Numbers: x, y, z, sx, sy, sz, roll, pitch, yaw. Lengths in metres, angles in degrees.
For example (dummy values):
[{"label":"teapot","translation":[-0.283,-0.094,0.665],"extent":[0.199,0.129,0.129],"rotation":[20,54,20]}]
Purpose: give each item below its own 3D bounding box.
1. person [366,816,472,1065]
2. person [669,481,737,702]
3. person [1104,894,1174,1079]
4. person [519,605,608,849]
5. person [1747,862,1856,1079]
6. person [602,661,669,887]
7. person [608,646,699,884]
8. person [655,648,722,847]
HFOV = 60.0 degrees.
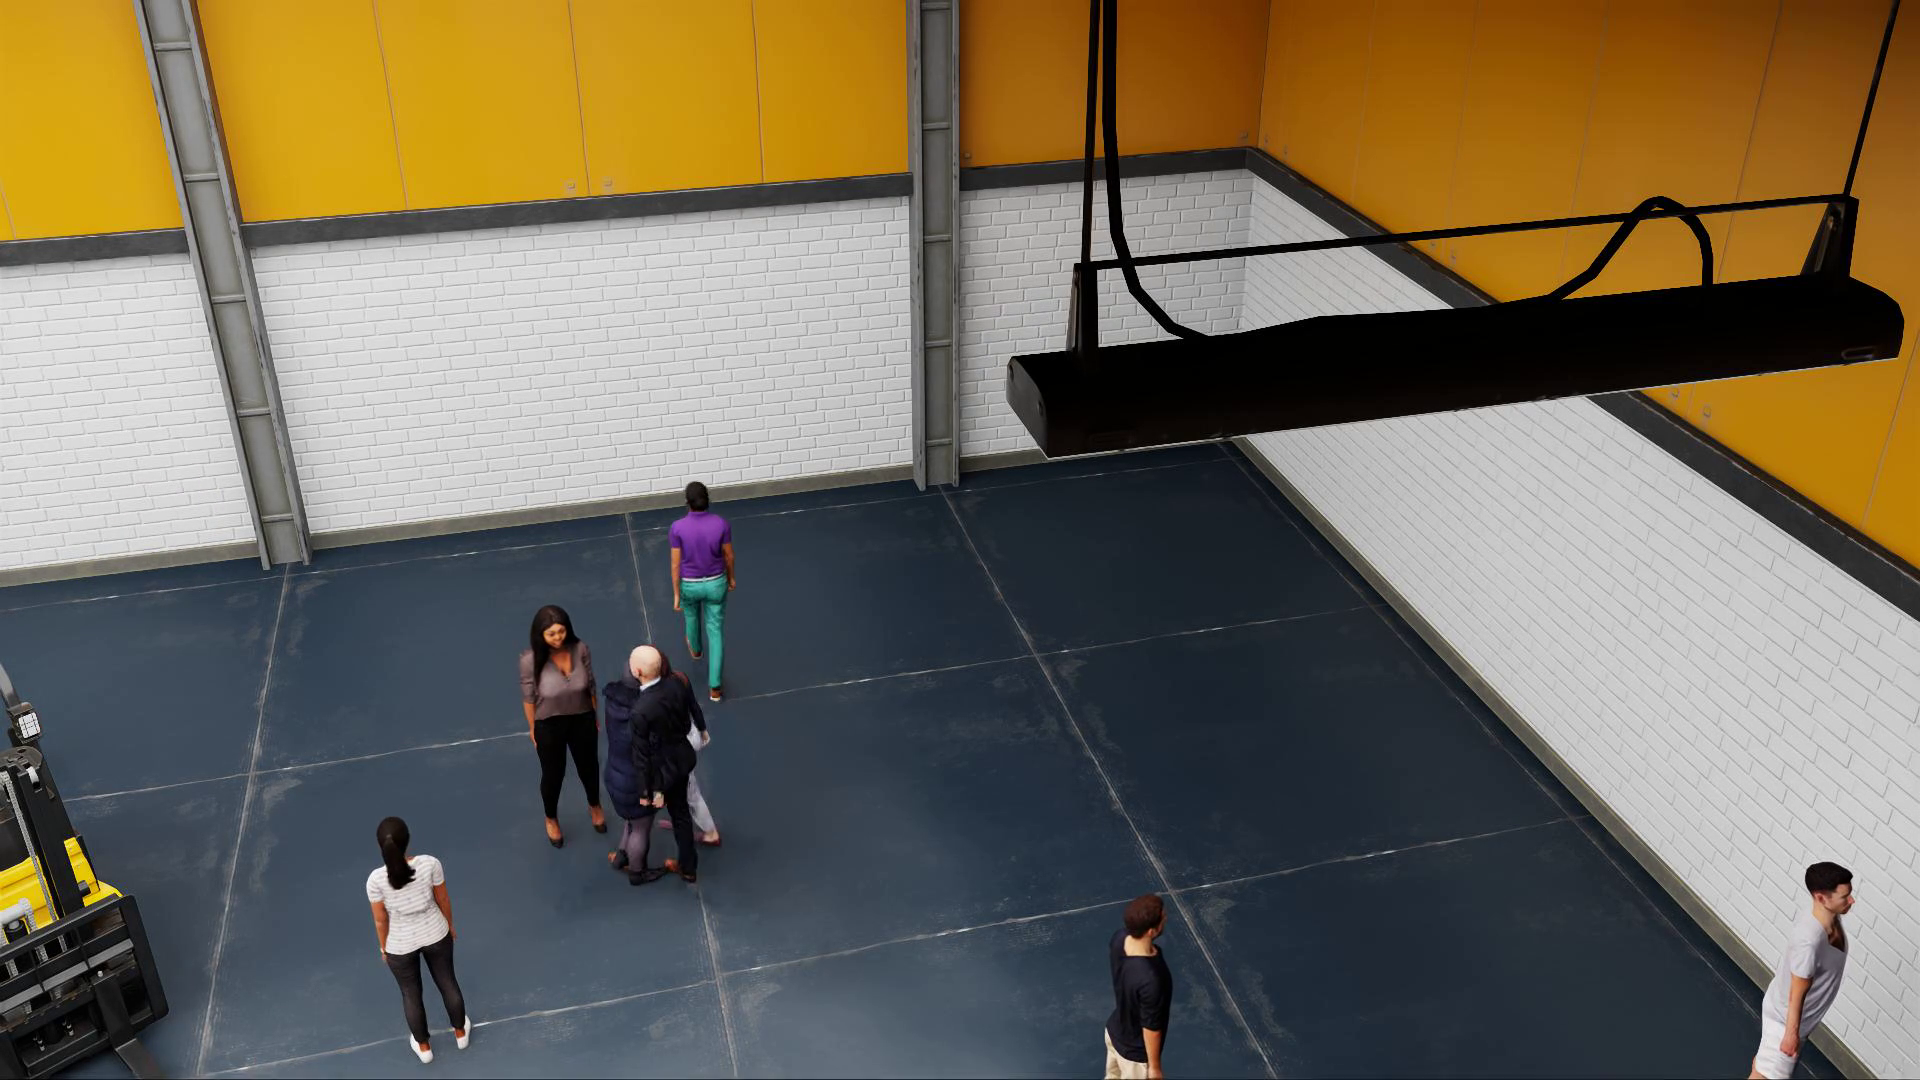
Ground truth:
[{"label":"person","translation":[-3.067,2.250,9.396],"extent":[0.522,1.642,0.674],"rotation":[-15,32,-25]},{"label":"person","translation":[-1.944,0.415,12.665],"extent":[1.045,1.732,0.738],"rotation":[-6,29,-11]},{"label":"person","translation":[0.890,2.579,8.573],"extent":[0.554,1.851,0.638],"rotation":[-9,30,-15]},{"label":"person","translation":[-2.647,1.222,11.074],"extent":[0.625,1.838,0.767],"rotation":[-16,32,-27]},{"label":"person","translation":[4.410,2.456,8.793],"extent":[0.823,1.856,0.738],"rotation":[19,34,31]},{"label":"person","translation":[-2.143,1.544,10.670],"extent":[0.786,1.660,0.770],"rotation":[-19,34,-31]},{"label":"person","translation":[-1.849,1.478,10.663],"extent":[1.019,1.784,0.966],"rotation":[19,34,31]},{"label":"person","translation":[-1.821,1.404,11.028],"extent":[0.870,1.564,0.803],"rotation":[14,32,24]}]
